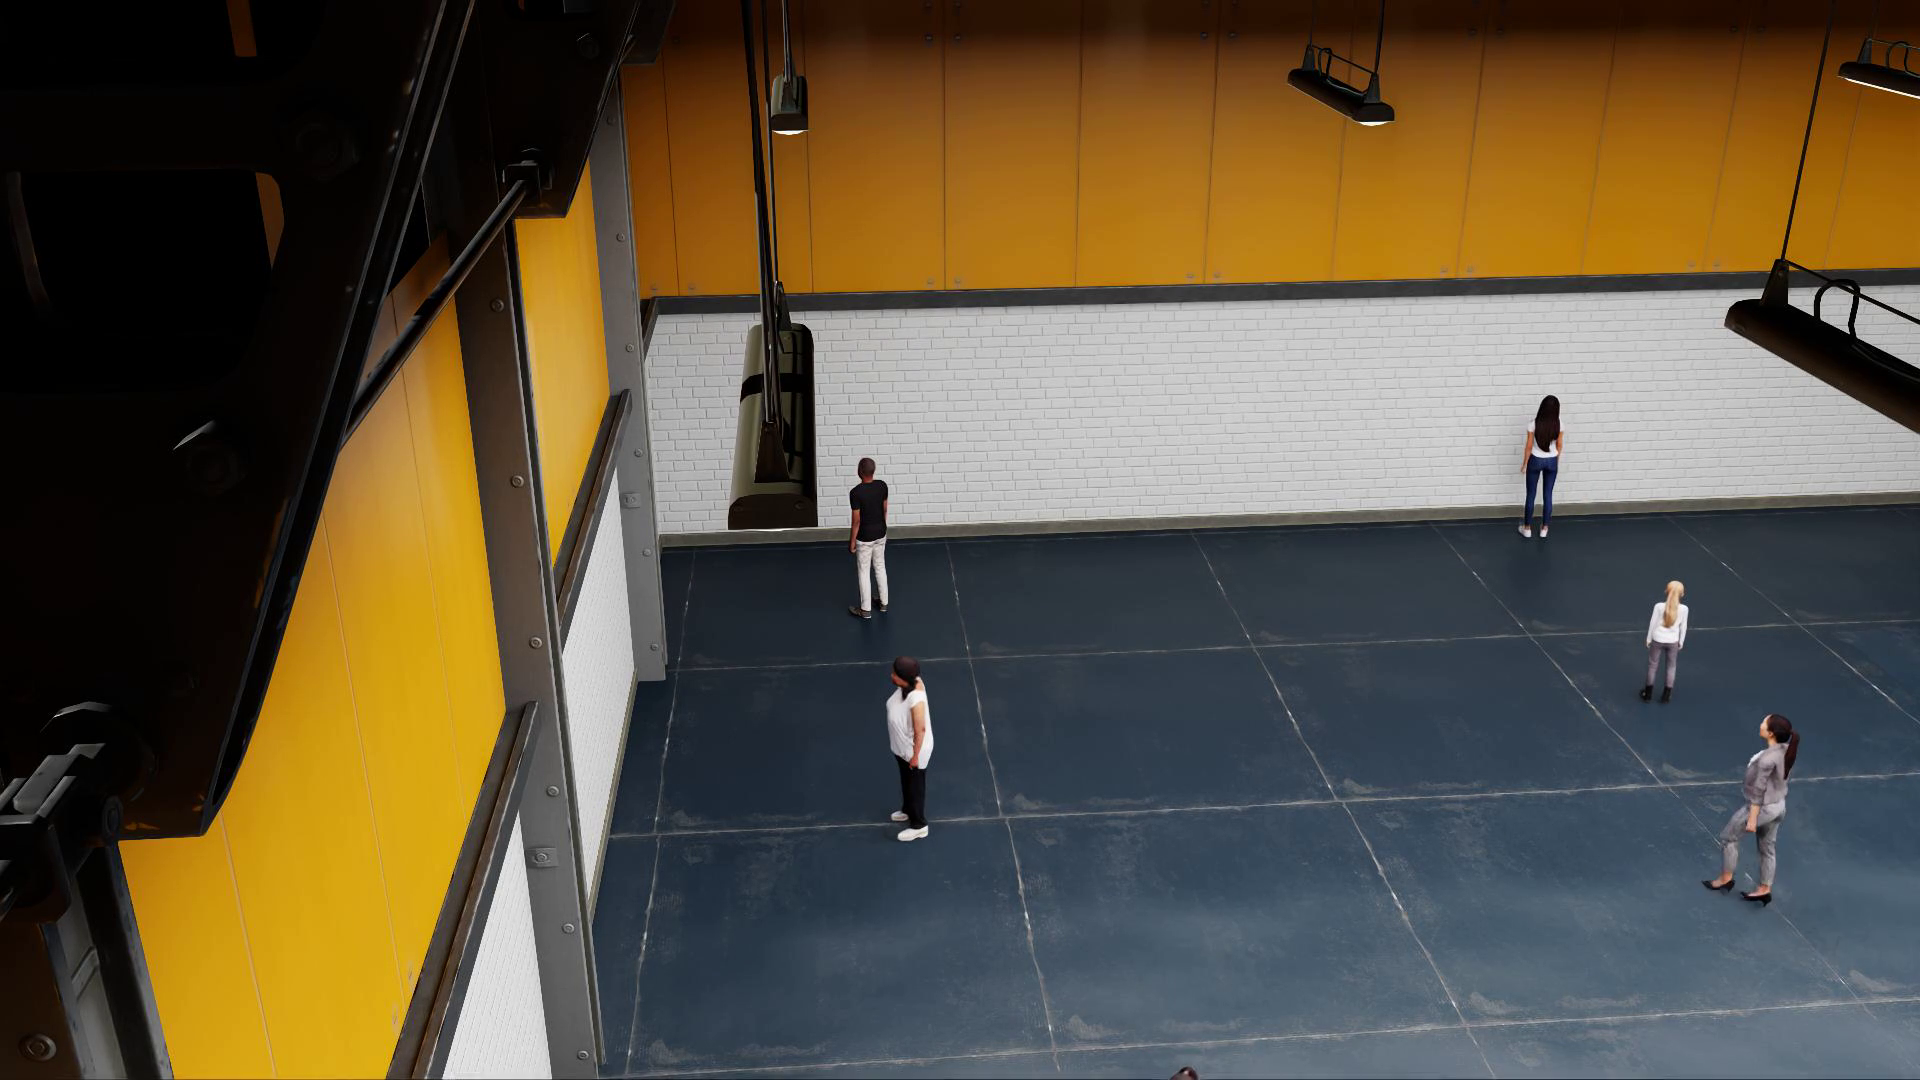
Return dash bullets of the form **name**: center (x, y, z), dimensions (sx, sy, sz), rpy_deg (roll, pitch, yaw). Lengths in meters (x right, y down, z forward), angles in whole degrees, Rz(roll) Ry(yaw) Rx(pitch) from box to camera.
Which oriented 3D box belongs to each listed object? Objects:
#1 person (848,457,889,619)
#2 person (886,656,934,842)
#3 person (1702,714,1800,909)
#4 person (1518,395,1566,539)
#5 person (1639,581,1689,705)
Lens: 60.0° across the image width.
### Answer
- **person**: center (-0.972, -0.037, 17.881), dimensions (0.767, 1.805, 0.800), rpy_deg (-20, 31, -38)
- **person**: center (-0.431, 1.722, 14.005), dimensions (0.723, 1.688, 0.548), rpy_deg (-3, 24, -8)
- **person**: center (6.361, 2.167, 13.024), dimensions (0.820, 1.657, 0.887), rpy_deg (-18, 29, -35)
- **person**: center (6.952, -0.880, 19.849), dimensions (0.630, 1.774, 0.583), rpy_deg (3, 24, 7)
- **person**: center (6.869, 0.986, 16.200), dimensions (0.554, 1.278, 0.572), rpy_deg (6, 24, 14)
